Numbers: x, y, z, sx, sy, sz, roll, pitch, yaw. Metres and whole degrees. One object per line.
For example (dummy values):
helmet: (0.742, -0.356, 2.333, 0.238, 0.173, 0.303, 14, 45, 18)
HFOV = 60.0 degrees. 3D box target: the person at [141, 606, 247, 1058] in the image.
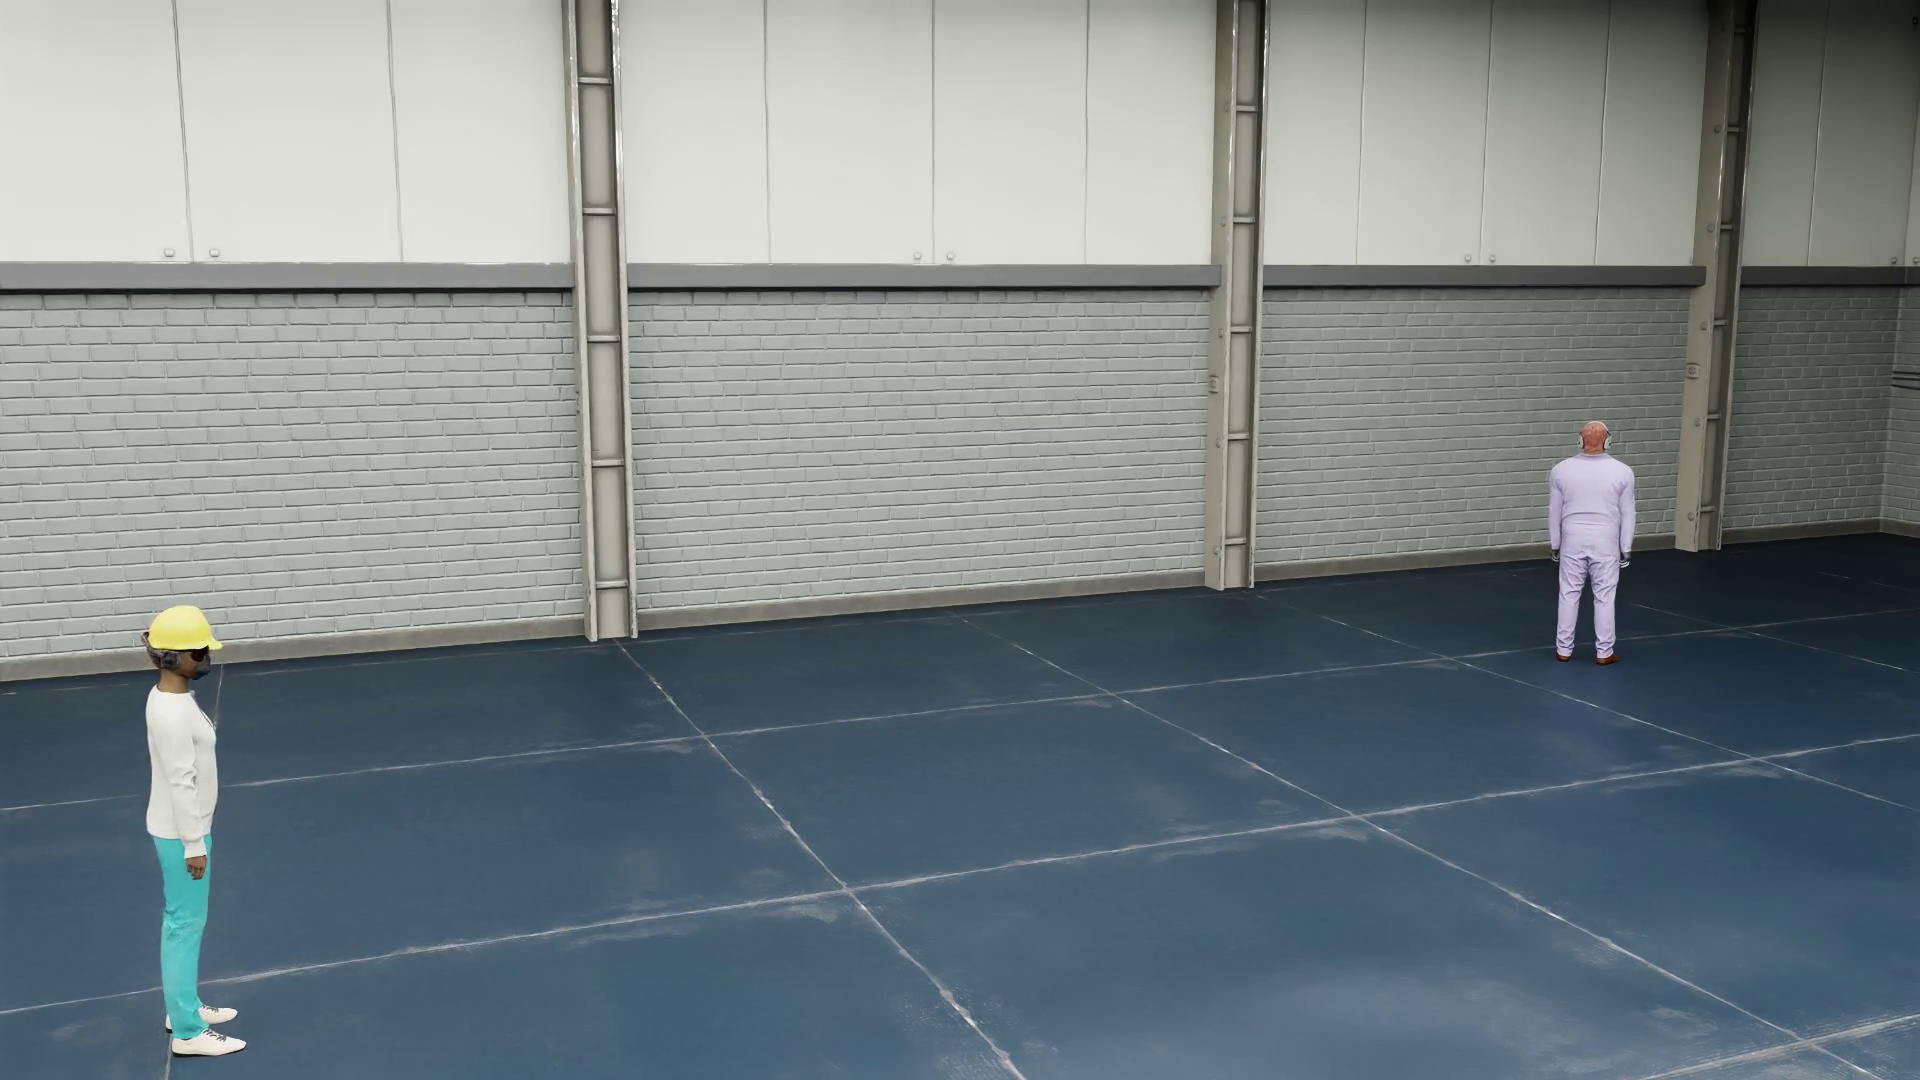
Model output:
person: (-3.008, 1.126, 6.508, 0.310, 1.766, 0.534, -5, 10, -27)

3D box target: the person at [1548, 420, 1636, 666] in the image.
person: (4.921, 0.025, 12.976, 0.643, 1.911, 0.410, 5, 10, 28)
